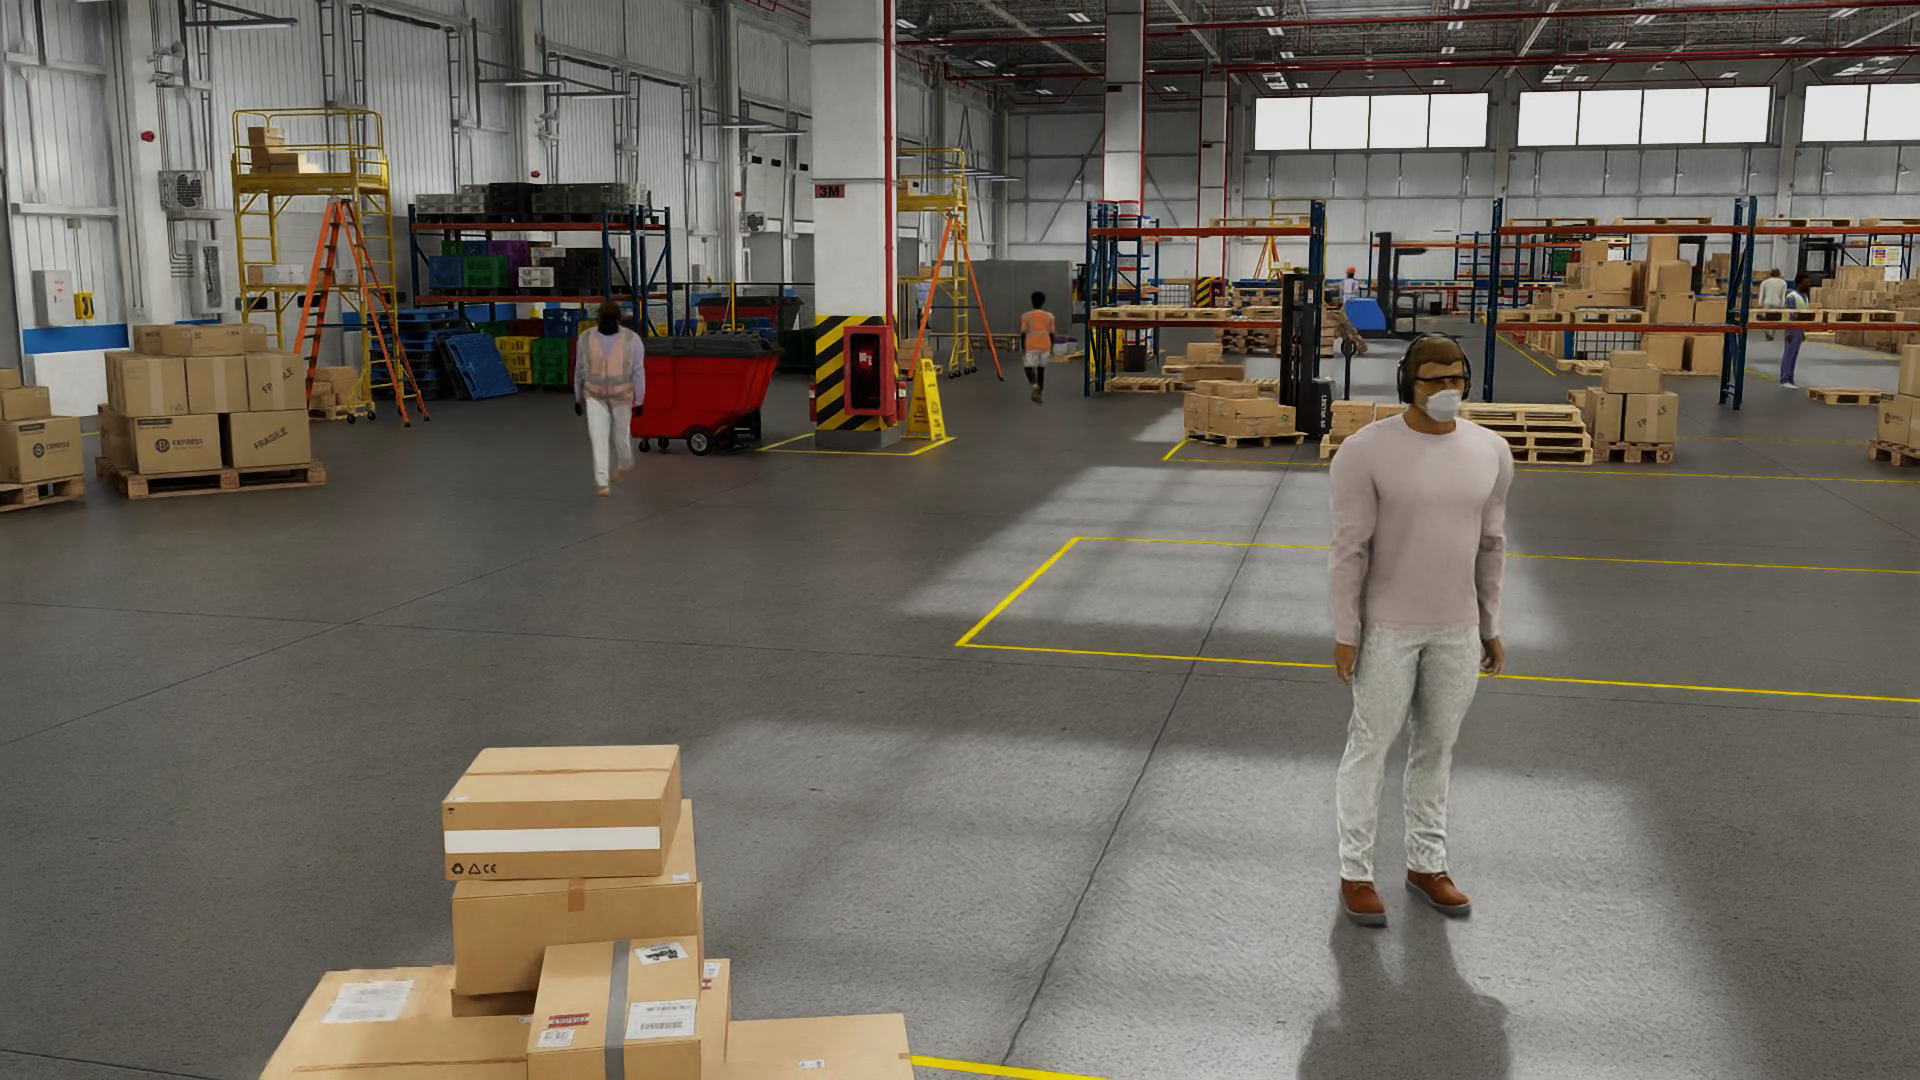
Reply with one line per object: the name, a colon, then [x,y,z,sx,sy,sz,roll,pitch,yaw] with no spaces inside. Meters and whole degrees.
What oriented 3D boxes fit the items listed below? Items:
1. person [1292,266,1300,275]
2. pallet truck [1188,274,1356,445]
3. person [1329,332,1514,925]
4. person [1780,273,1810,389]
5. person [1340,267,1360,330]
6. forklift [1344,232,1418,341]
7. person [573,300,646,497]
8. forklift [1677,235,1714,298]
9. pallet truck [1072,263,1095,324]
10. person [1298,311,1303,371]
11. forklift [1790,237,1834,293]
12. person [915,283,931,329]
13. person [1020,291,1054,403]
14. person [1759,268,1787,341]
person: [10.736,-7.745,52.880,0.975,1.908,0.628,5,11,28]
pallet truck: [3.653,-2.138,19.590,1.885,1.965,0.823,-4,10,-20]
person: [1.508,0.290,5.467,0.629,1.939,0.374,-2,10,-13]
person: [13.904,-3.476,27.700,0.590,1.920,0.398,-9,13,-43]
person: [11.001,-6.732,46.868,0.552,1.921,0.436,9,13,41]
forklift: [11.020,-6.619,43.377,1.873,2.768,1.129,2,10,14]
person: [-3.237,-1.329,15.422,0.664,1.804,0.796,-1,10,-8]
forklift: [21.648,-7.669,49.558,1.129,2.768,1.873,0,10,1]
pallet truck: [4.325,-8.180,55.162,0.823,1.965,1.885,6,11,31]
person: [6.724,-4.127,32.063,0.484,1.739,0.320,-8,13,-40]
forklift: [27.807,-8.451,54.165,1.129,2.768,1.873,2,10,14]
person: [-1.108,-7.378,50.652,0.543,1.930,0.389,-5,11,-27]
person: [1.168,-2.873,24.845,0.541,1.681,0.489,-2,10,-12]
person: [21.212,-6.146,43.431,0.636,1.924,0.669,4,11,24]
